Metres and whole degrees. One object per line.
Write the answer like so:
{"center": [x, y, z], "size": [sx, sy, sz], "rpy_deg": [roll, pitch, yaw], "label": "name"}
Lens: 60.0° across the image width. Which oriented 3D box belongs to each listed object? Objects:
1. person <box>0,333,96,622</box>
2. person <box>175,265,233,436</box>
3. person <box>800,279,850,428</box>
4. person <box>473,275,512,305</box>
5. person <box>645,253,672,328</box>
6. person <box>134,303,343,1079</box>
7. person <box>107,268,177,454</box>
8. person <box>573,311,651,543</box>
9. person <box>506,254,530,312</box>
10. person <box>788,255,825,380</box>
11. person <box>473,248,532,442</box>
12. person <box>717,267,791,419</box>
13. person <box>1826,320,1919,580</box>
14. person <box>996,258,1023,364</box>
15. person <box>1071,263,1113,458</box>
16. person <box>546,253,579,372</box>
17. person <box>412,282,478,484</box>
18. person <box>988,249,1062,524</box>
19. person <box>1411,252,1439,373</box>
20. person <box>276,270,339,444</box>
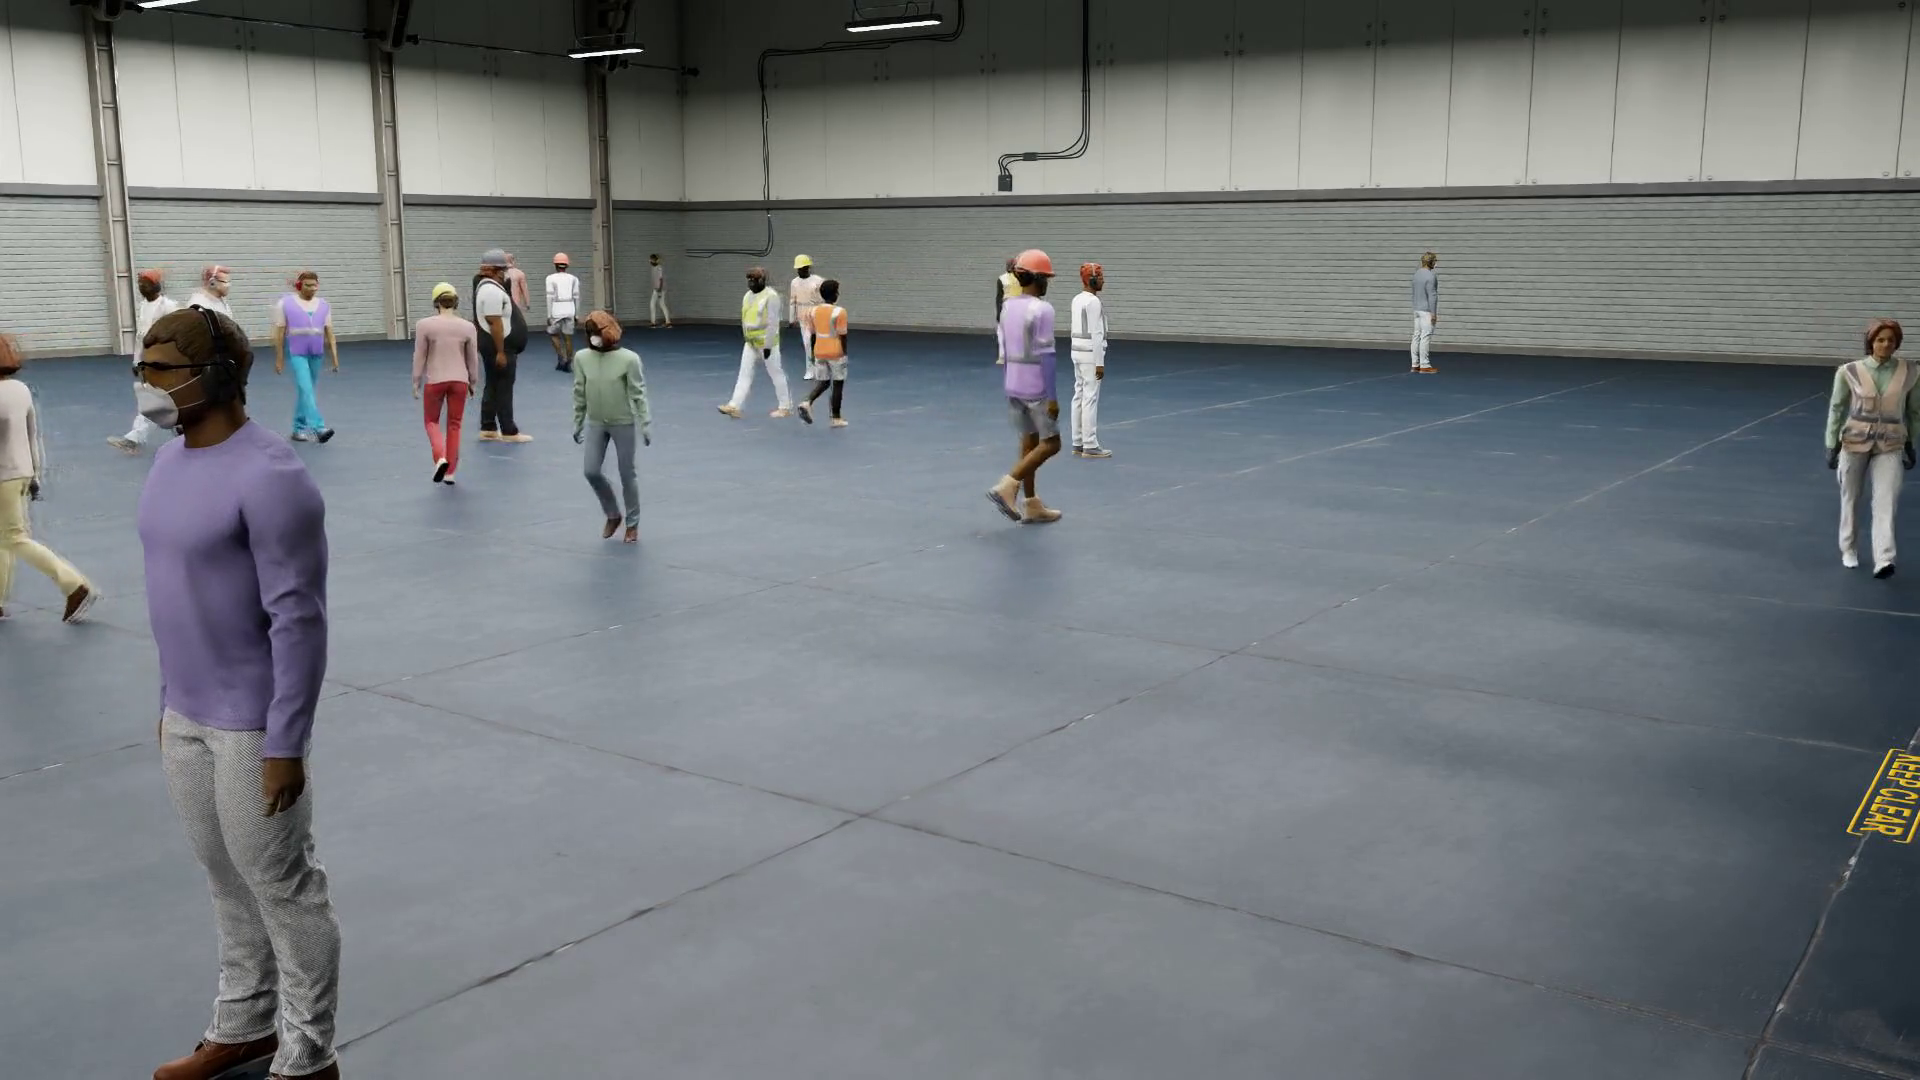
{"center": [-5.152, -0.333, 9.071], "size": [0.770, 1.602, 0.507], "rpy_deg": [0, 10, -2], "label": "person"}
{"center": [-7.195, -1.683, 15.882], "size": [0.601, 1.877, 0.696], "rpy_deg": [-1, 10, -8], "label": "person"}
{"center": [-1.496, -2.071, 18.603], "size": [0.540, 1.682, 0.540], "rpy_deg": [8, 13, 38], "label": "person"}
{"center": [-7.510, -3.653, 26.738], "size": [0.612, 1.951, 0.979], "rpy_deg": [-3, 11, -16], "label": "person"}
{"center": [-7.406, -6.083, 40.661], "size": [0.533, 1.824, 0.818], "rpy_deg": [10, 14, 44], "label": "person"}
{"center": [-1.708, 0.422, 3.913], "size": [0.627, 1.940, 0.371], "rpy_deg": [8, 13, 39], "label": "person"}
{"center": [-7.997, -1.772, 16.511], "size": [0.606, 1.815, 1.028], "rpy_deg": [10, 14, 43], "label": "person"}
{"center": [-2.403, -0.777, 11.517], "size": [0.609, 1.608, 0.400], "rpy_deg": [2, 10, 11], "label": "person"}
{"center": [-8.617, -4.558, 32.018], "size": [0.678, 1.853, 0.985], "rpy_deg": [1, 10, 3], "label": "person"}
{"center": [-2.356, -3.369, 25.245], "size": [0.603, 1.894, 0.686], "rpy_deg": [6, 12, 32], "label": "person"}
{"center": [-4.800, -2.042, 17.428], "size": [0.539, 2.000, 0.683], "rpy_deg": [-4, 11, -23], "label": "person"}
{"center": [-2.408, -2.320, 19.697], "size": [0.966, 1.787, 0.634], "rpy_deg": [-10, 14, -43], "label": "person"}
{"center": [5.690, -0.562, 10.362], "size": [0.540, 1.589, 0.875], "rpy_deg": [4, 11, 20], "label": "person"}
{"center": [0.860, -3.864, 28.267], "size": [0.645, 1.818, 0.725], "rpy_deg": [-4, 11, -19], "label": "person"}
{"center": [1.265, -1.743, 16.200], "size": [0.356, 1.883, 0.573], "rpy_deg": [-3, 11, -18], "label": "person"}
{"center": [-6.406, -3.652, 26.785], "size": [0.562, 1.917, 0.443], "rpy_deg": [-7, 12, -34], "label": "person"}
{"center": [-4.445, -1.350, 14.368], "size": [0.566, 1.737, 0.420], "rpy_deg": [-5, 11, -27], "label": "person"}
{"center": [0.493, -1.104, 12.193], "size": [0.587, 2.029, 0.641], "rpy_deg": [-6, 12, -30], "label": "person"}
{"center": [7.462, -3.639, 26.658], "size": [0.372, 1.940, 0.631], "rpy_deg": [-2, 10, -13], "label": "person"}
{"center": [-6.740, -1.886, 17.254], "size": [0.989, 1.783, 0.584], "rpy_deg": [8, 13, 38], "label": "person"}
